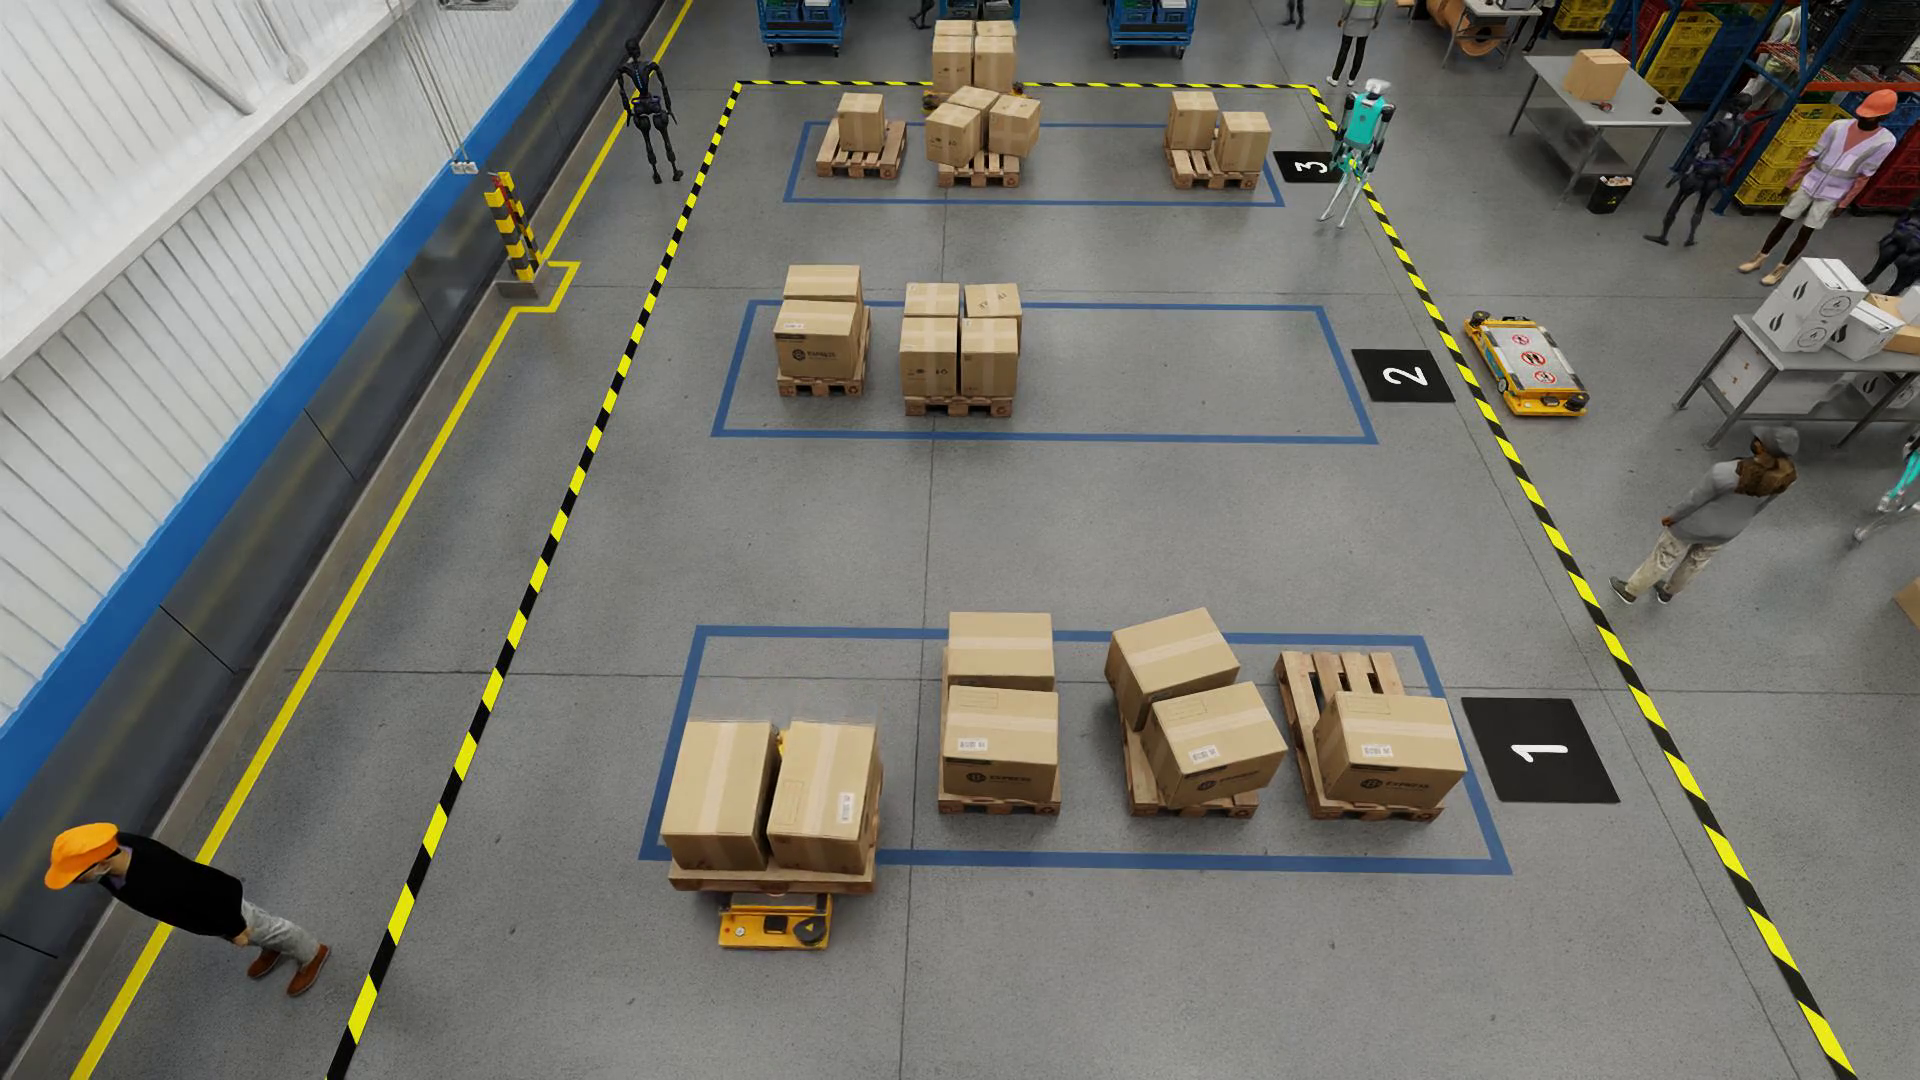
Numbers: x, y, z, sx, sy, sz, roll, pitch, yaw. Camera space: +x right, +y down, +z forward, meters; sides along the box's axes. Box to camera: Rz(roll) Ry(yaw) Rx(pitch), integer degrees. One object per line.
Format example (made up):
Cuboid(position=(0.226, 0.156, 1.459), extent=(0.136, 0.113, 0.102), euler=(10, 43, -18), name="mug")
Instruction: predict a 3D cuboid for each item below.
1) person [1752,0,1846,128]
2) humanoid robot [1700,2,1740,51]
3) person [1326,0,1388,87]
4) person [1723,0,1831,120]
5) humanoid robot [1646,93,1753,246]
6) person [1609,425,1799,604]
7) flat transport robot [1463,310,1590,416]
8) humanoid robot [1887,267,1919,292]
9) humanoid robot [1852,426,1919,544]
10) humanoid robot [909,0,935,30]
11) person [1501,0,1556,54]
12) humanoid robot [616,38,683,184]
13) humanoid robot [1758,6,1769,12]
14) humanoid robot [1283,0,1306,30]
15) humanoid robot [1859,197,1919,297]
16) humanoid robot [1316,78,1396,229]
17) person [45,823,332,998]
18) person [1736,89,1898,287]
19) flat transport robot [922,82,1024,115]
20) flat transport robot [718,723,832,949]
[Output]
Cuboid(position=(10.929, -6.264, 11.926), extent=(0.587, 1.823, 0.403), euler=(-34, 57, -26), name="person")
Cuboid(position=(11.204, -7.799, 13.322), extent=(0.911, 1.768, 0.569), euler=(-11, 50, -9), name="humanoid robot")
Cuboid(position=(5.618, -7.346, 12.844), extent=(0.594, 1.852, 0.367), euler=(2, 49, 2), name="person")
Cuboid(position=(10.499, -6.090, 11.764), extent=(0.632, 1.841, 0.429), euler=(-9, 50, -7), name="person")
Cuboid(position=(8.221, -4.013, 10.081), extent=(0.616, 1.644, 0.468), euler=(-1, 49, 0), name="humanoid robot")
Cuboid(position=(5.435, -0.131, 6.653), extent=(0.565, 1.769, 0.396), euler=(2, 49, 1), name="person")
Cuboid(position=(5.573, -1.757, 9.054), extent=(0.659, 0.231, 1.431), euler=(1, 49, 1), name="flat transport robot")
Cuboid(position=(9.847, -3.001, 9.195), extent=(0.336, 1.645, 0.586), euler=(29, 55, 23), name="humanoid robot")
Cuboid(position=(7.606, -0.624, 7.116), extent=(1.057, 1.734, 0.542), euler=(-29, 55, -23), name="humanoid robot")
Cuboid(position=(-0.625, -8.806, 14.223), extent=(0.422, 1.651, 0.602), euler=(-13, 50, -11), name="humanoid robot")
Cuboid(position=(8.760, -8.322, 13.620), extent=(0.386, 1.958, 0.601), euler=(-30, 56, -24), name="person")
Cuboid(position=(-3.763, -5.168, 11.066), extent=(0.599, 1.655, 0.315), euler=(-8, 50, -7), name="humanoid robot")
Cuboid(position=(13.166, -9.449, 14.812), extent=(0.610, 1.619, 0.789), euler=(-29, 55, -22), name="humanoid robot")
Cuboid(position=(5.365, -8.929, 14.335), extent=(0.356, 1.635, 0.610), euler=(-30, 55, -23), name="humanoid robot")
Cuboid(position=(9.506, -2.949, 9.177), extent=(0.597, 1.660, 0.603), euler=(-6, 49, -5), name="humanoid robot")
Cuboid(position=(4.487, -4.352, 10.240), extent=(0.533, 1.677, 0.735), euler=(34, 57, 26), name="humanoid robot")
Cuboid(position=(-3.962, 1.935, 4.790), extent=(0.586, 1.884, 0.385), euler=(18, 52, 15), name="person")
Cuboid(position=(8.920, -3.632, 9.515), extent=(0.402, 2.029, 0.616), euler=(-23, 53, -19), name="person")
Cuboid(position=(0.191, -6.227, 12.904), extent=(1.431, 0.197, 0.652), euler=(1, 49, 1), name="flat transport robot")
Cuboid(position=(-1.111, 1.859, 5.906), extent=(0.652, 0.197, 1.431), euler=(1, 49, 1), name="flat transport robot")
